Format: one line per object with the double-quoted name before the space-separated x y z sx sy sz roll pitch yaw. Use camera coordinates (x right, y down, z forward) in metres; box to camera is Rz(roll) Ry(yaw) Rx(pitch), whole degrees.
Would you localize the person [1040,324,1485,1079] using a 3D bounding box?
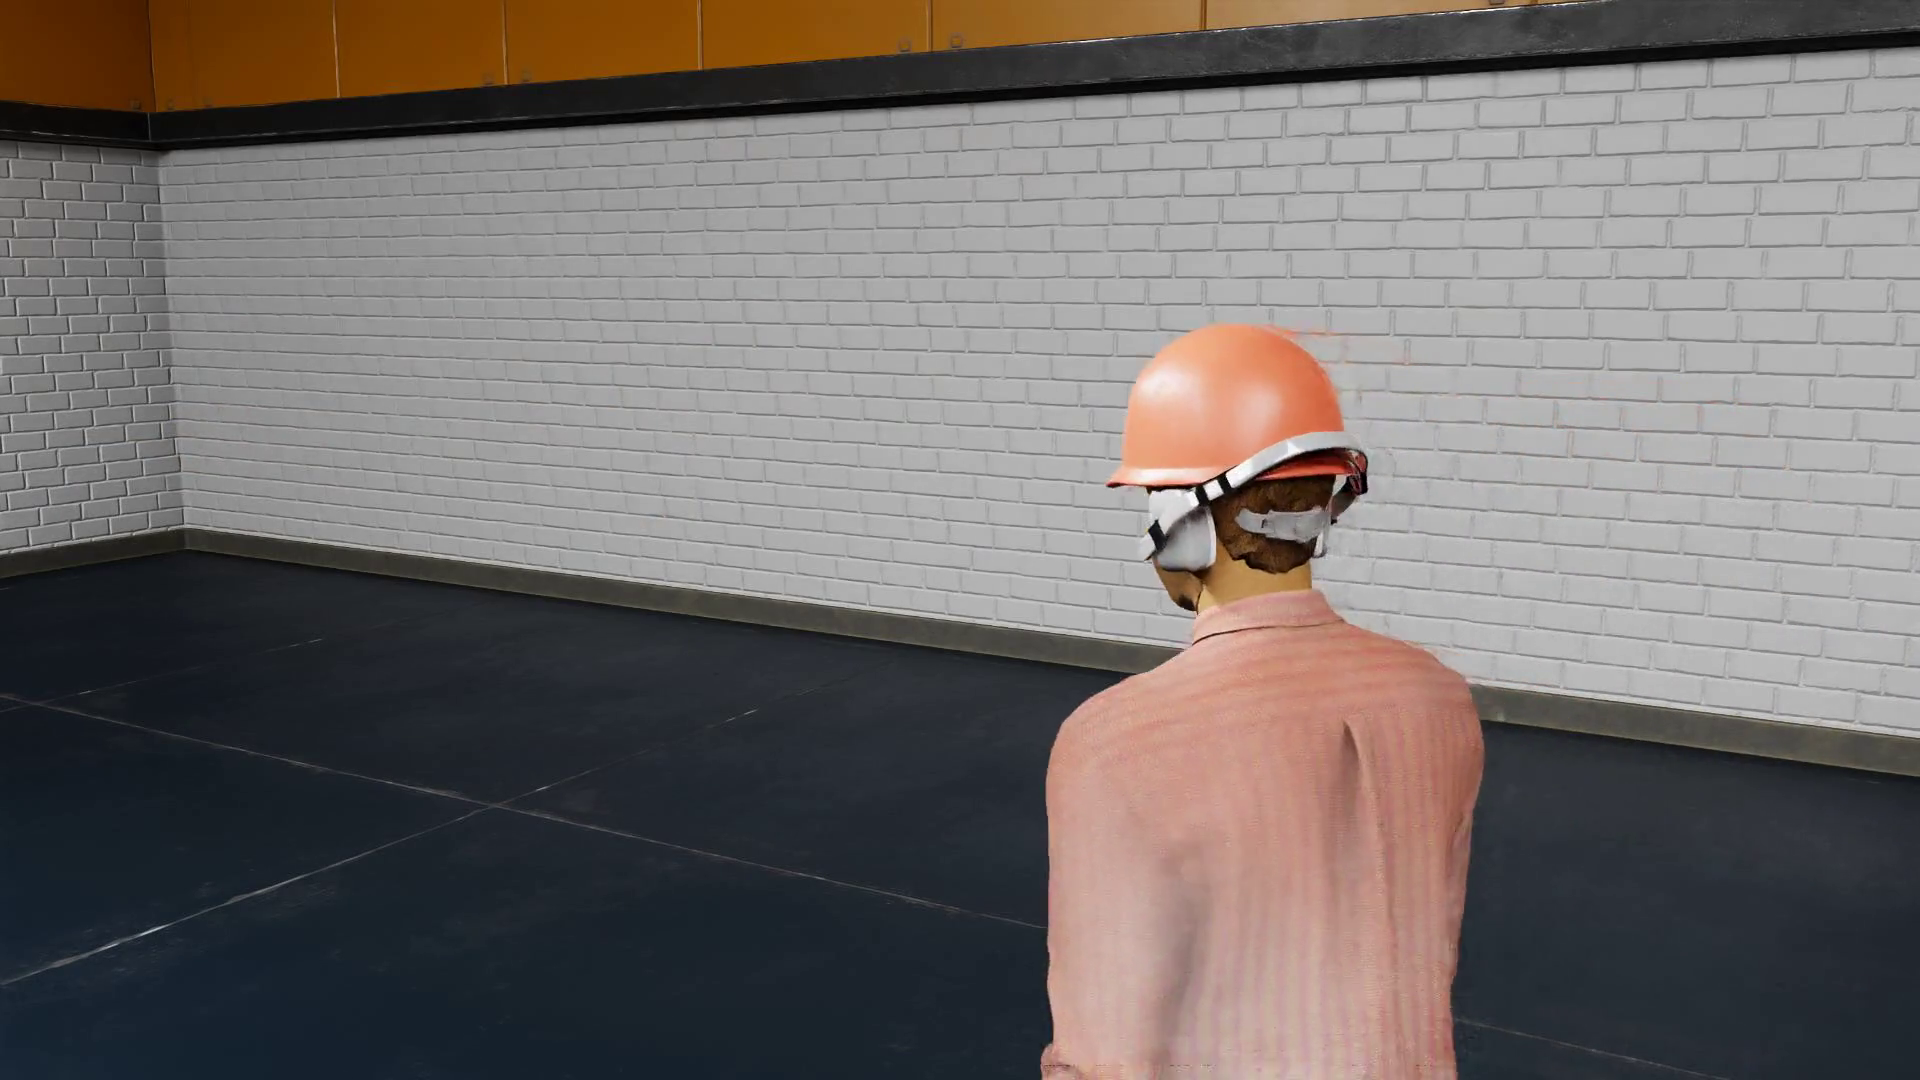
"person" 0.316 0.749 1.882 0.698 1.963 0.627 -6 11 -33
